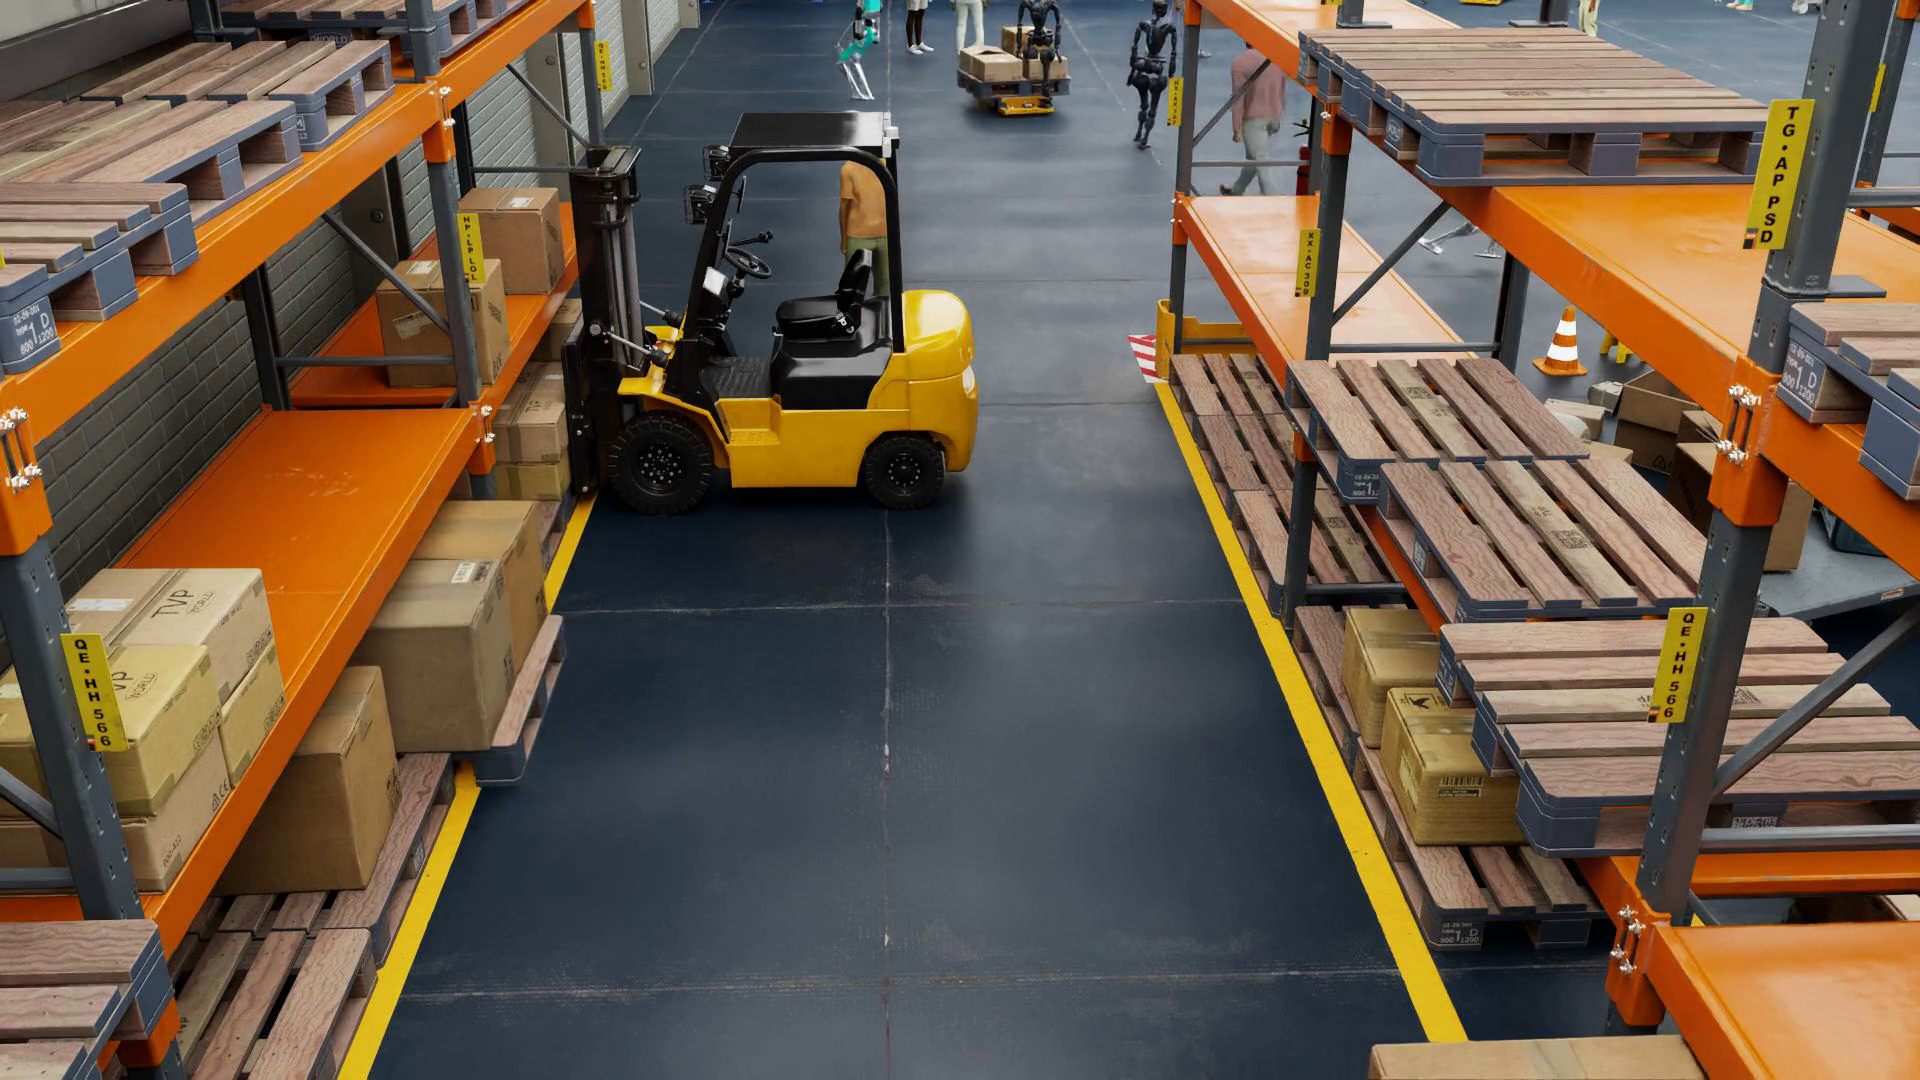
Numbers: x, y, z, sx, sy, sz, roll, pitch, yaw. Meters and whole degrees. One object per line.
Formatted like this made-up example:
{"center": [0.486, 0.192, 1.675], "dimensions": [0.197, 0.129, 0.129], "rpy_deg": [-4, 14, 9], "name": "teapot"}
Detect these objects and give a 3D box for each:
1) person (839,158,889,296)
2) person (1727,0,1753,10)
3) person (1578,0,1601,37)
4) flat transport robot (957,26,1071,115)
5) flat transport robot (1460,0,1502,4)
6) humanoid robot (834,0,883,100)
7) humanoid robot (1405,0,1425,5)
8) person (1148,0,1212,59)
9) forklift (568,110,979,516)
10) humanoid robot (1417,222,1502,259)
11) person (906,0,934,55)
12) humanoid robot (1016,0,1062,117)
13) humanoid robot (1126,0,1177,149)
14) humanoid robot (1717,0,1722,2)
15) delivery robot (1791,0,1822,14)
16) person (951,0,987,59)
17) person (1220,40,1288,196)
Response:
{"center": [-0.663, -2.245, 12.361], "dimensions": [0.459, 1.717, 0.368], "rpy_deg": [-9, 27, -18], "name": "person"}
{"center": [13.929, -10.318, 29.227], "dimensions": [0.371, 1.917, 0.488], "rpy_deg": [-2, 25, -4], "name": "person"}
{"center": [8.968, -7.667, 23.642], "dimensions": [0.403, 1.892, 0.523], "rpy_deg": [2, 25, 4], "name": "person"}
{"center": [0.664, -5.668, 21.307], "dimensions": [0.659, 0.231, 1.431], "rpy_deg": [-7, 26, -15], "name": "flat transport robot"}
{"center": [9.692, -9.991, 30.461], "dimensions": [0.659, 0.231, 1.431], "rpy_deg": [15, 29, 28], "name": "flat transport robot"}
{"center": [-1.325, -6.571, 21.499], "dimensions": [0.671, 1.790, 0.547], "rpy_deg": [14, 29, 27], "name": "humanoid robot"}
{"center": [8.315, -10.482, 29.845], "dimensions": [0.602, 1.656, 0.369], "rpy_deg": [16, 30, 31], "name": "humanoid robot"}
{"center": [3.246, -7.982, 24.412], "dimensions": [0.940, 1.804, 0.566], "rpy_deg": [-5, 26, -10], "name": "person"}
{"center": [-1.043, -1.379, 9.976], "dimensions": [2.313, 2.155, 1.214], "rpy_deg": [-1, 25, -2], "name": "forklift"}
{"center": [4.521, -3.208, 14.389], "dimensions": [0.540, 1.740, 1.007], "rpy_deg": [-22, 33, -38], "name": "humanoid robot"}
{"center": [-0.637, -8.278, 24.925], "dimensions": [0.377, 1.896, 0.544], "rpy_deg": [13, 28, 26], "name": "person"}
{"center": [0.972, -6.102, 20.574], "dimensions": [0.613, 1.650, 0.345], "rpy_deg": [8, 26, 17], "name": "humanoid robot"}
{"center": [2.154, -5.303, 18.891], "dimensions": [0.603, 1.640, 0.382], "rpy_deg": [17, 30, 31], "name": "humanoid robot"}
{"center": [13.843, -10.693, 30.292], "dimensions": [0.540, 1.813, 0.826], "rpy_deg": [-1, 25, -1], "name": "humanoid robot"}
{"center": [15.009, -9.477, 29.057], "dimensions": [0.813, 0.610, 0.499], "rpy_deg": [0, 25, -1], "name": "delivery robot"}
{"center": [0.133, -7.975, 24.468], "dimensions": [0.563, 1.738, 0.375], "rpy_deg": [5, 26, 10], "name": "person"}
{"center": [2.838, -4.047, 16.038], "dimensions": [0.635, 1.833, 1.136], "rpy_deg": [-14, 29, -27], "name": "person"}
